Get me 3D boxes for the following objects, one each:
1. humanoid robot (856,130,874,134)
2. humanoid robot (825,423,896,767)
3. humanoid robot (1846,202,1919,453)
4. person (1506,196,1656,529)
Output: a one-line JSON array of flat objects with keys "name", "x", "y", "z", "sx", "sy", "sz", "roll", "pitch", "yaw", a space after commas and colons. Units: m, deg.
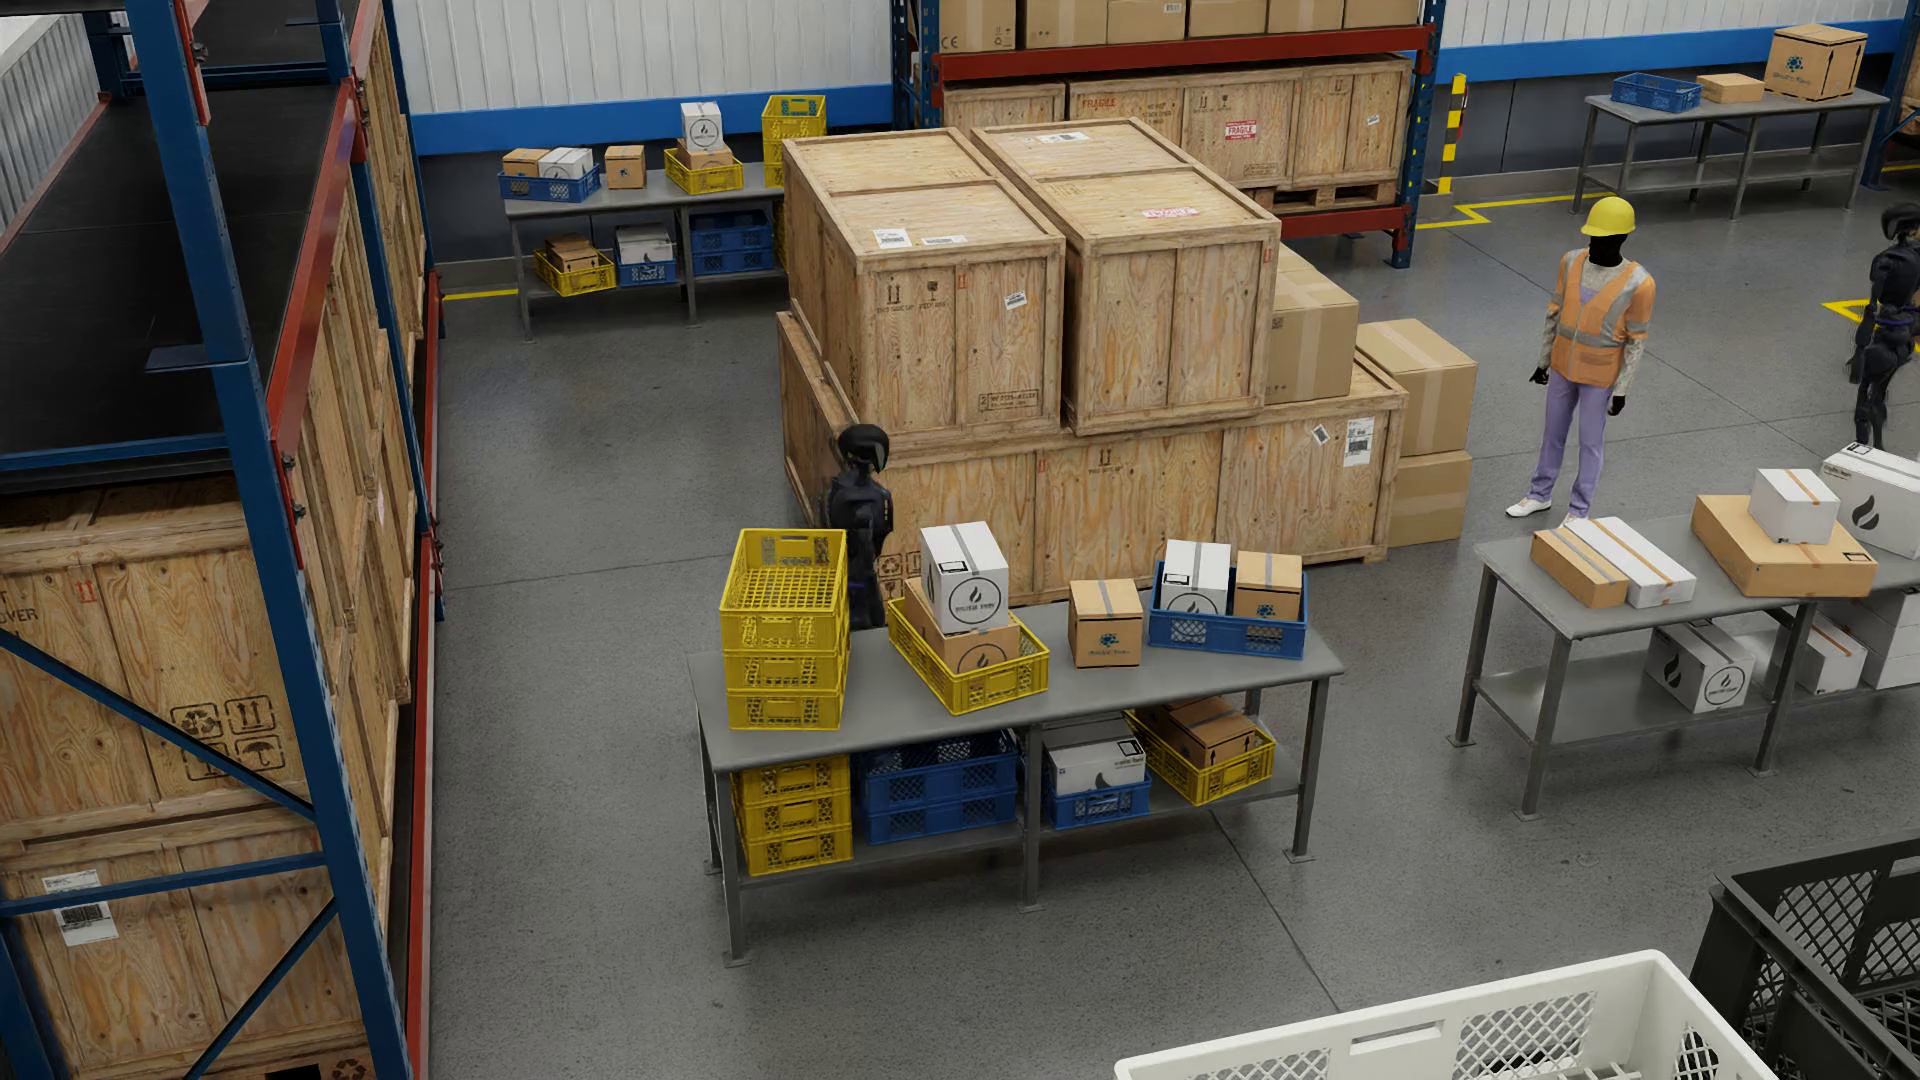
[{"name": "humanoid robot", "x": -0.603, "y": -1.933, "z": 11.165, "sx": 0.337, "sy": 1.651, "sz": 0.569, "roll": 23, "pitch": 36, "yaw": 36}, {"name": "humanoid robot", "x": -0.438, "y": 0.259, "z": 7.179, "sx": 0.452, "sy": 1.646, "sz": 0.574, "roll": -2, "pitch": 29, "yaw": -4}, {"name": "humanoid robot", "x": 5.475, "y": -1.187, "z": 9.815, "sx": 0.644, "sy": 1.643, "sz": 0.370, "roll": -23, "pitch": 36, "yaw": -36}, {"name": "person", "x": 3.414, "y": -0.938, "z": 9.099, "sx": 0.366, "sy": 1.928, "sz": 0.585, "roll": -20, "pitch": 35, "yaw": -32}]
